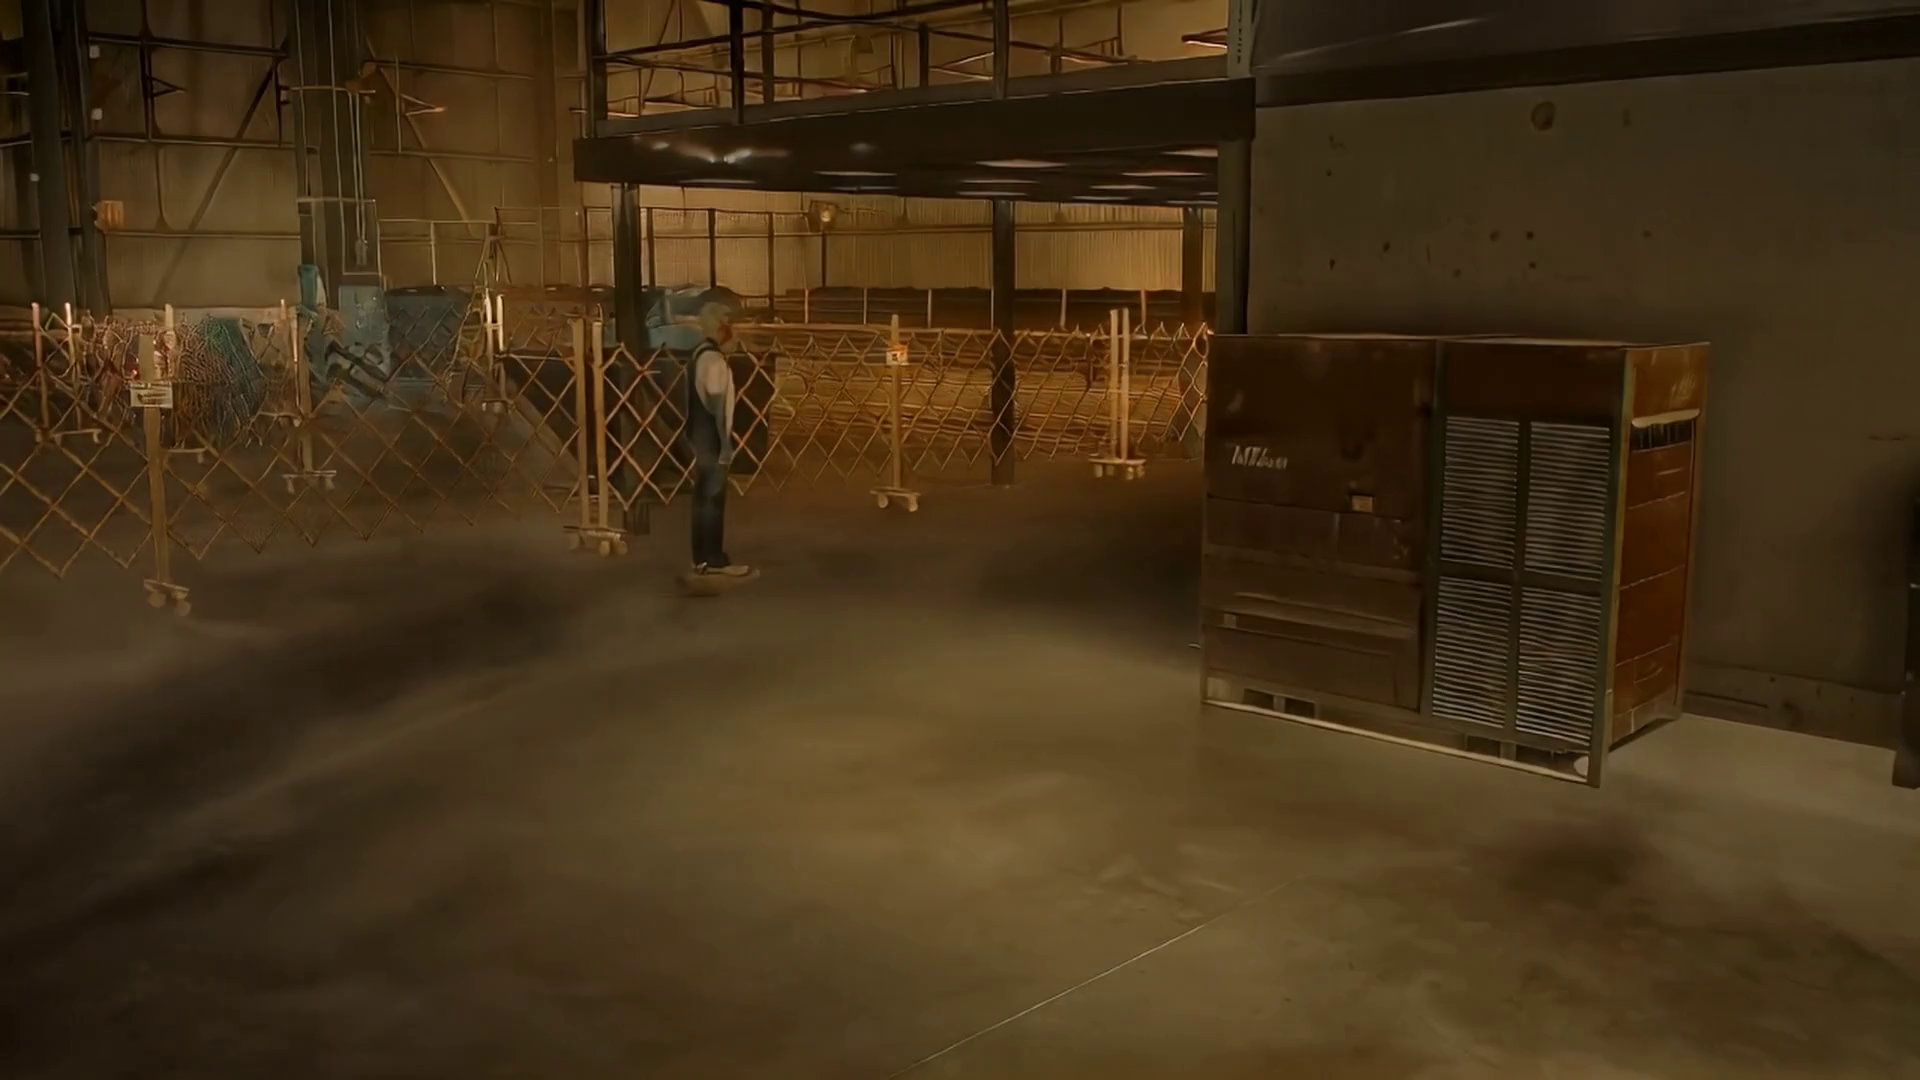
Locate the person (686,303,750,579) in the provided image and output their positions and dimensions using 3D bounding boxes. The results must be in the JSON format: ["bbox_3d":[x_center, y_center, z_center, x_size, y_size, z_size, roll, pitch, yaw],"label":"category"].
[{"bbox_3d":[-1.654,-0.664,11.177,0.343,1.847,0.507,-5,10,-26],"label":"person"}]
